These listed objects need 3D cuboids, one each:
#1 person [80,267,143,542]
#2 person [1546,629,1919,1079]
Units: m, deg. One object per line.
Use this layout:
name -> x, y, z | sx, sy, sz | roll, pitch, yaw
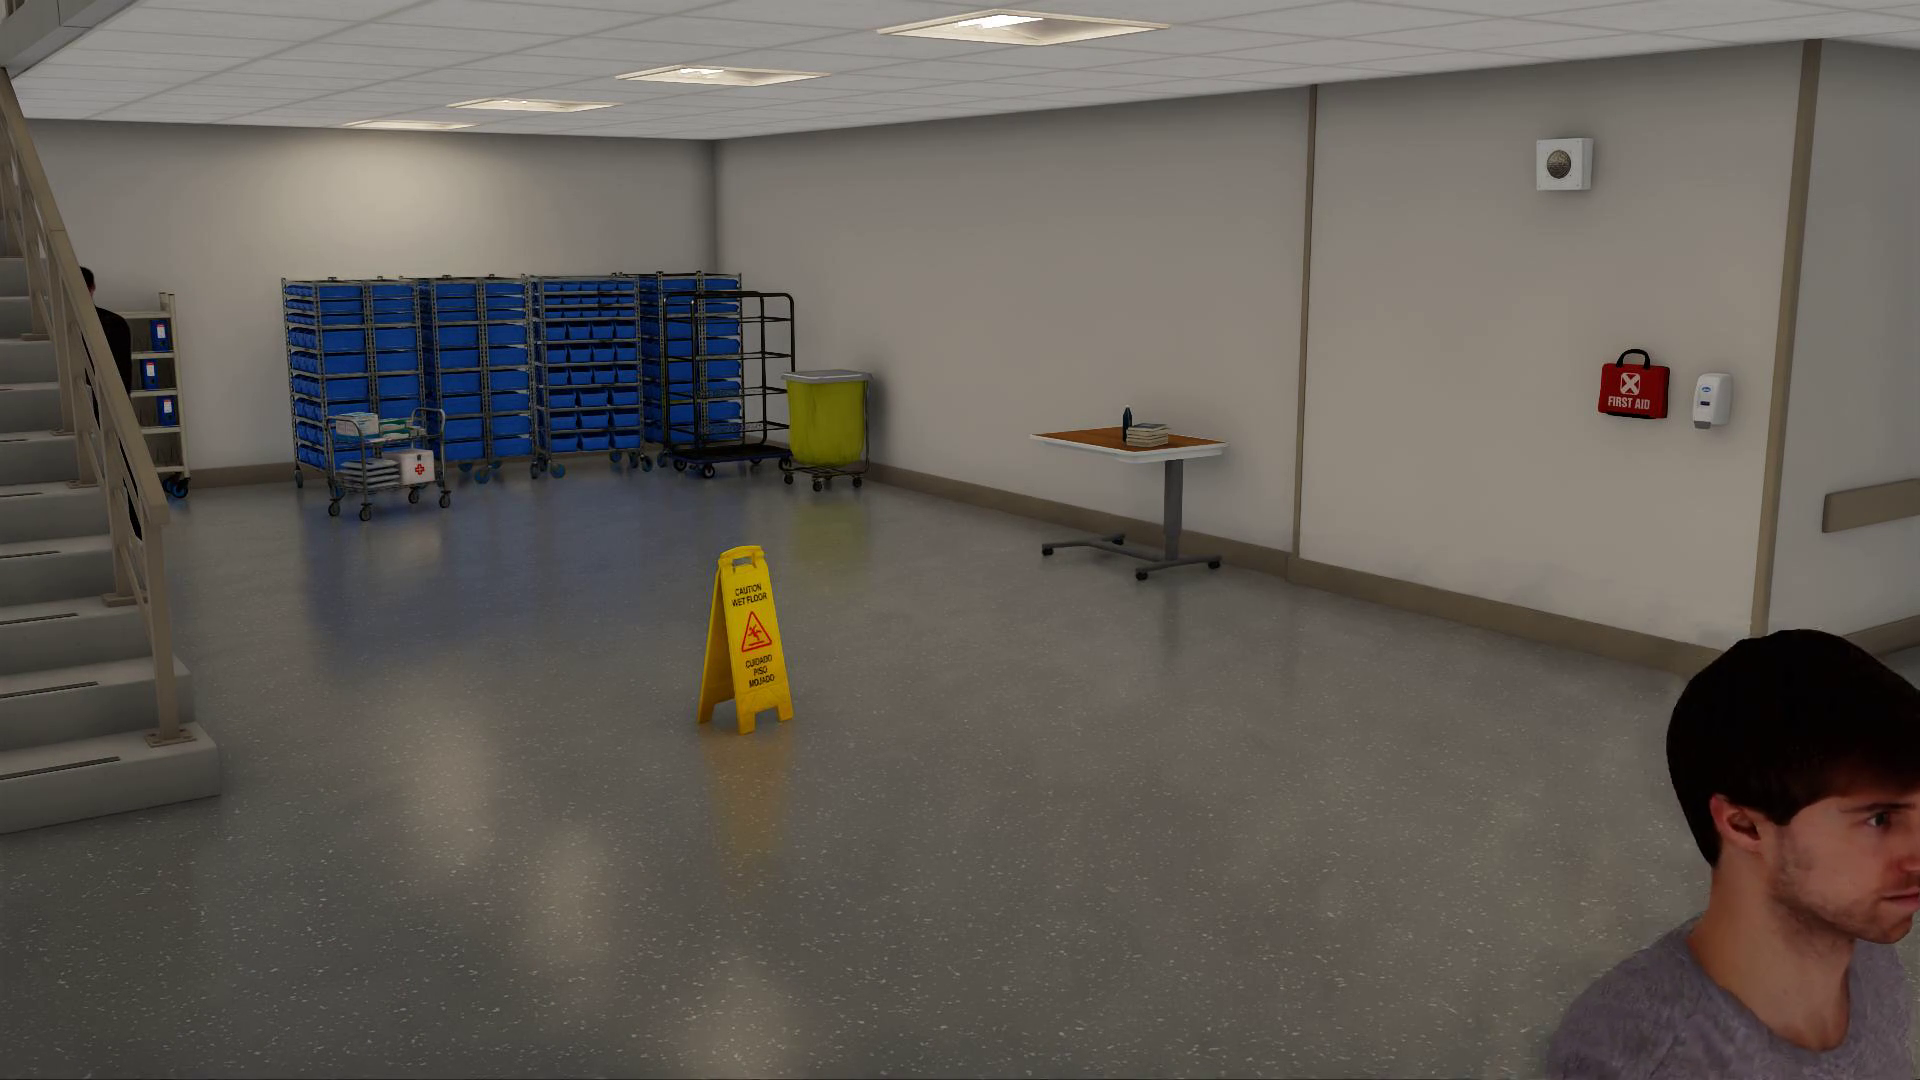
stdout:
person -> -5.838, -0.890, 11.239 | 0.677, 1.911, 0.742 | 9, 14, 40
person -> 0.694, 0.975, 1.684 | 0.761, 1.808, 1.171 | -9, 14, -41
